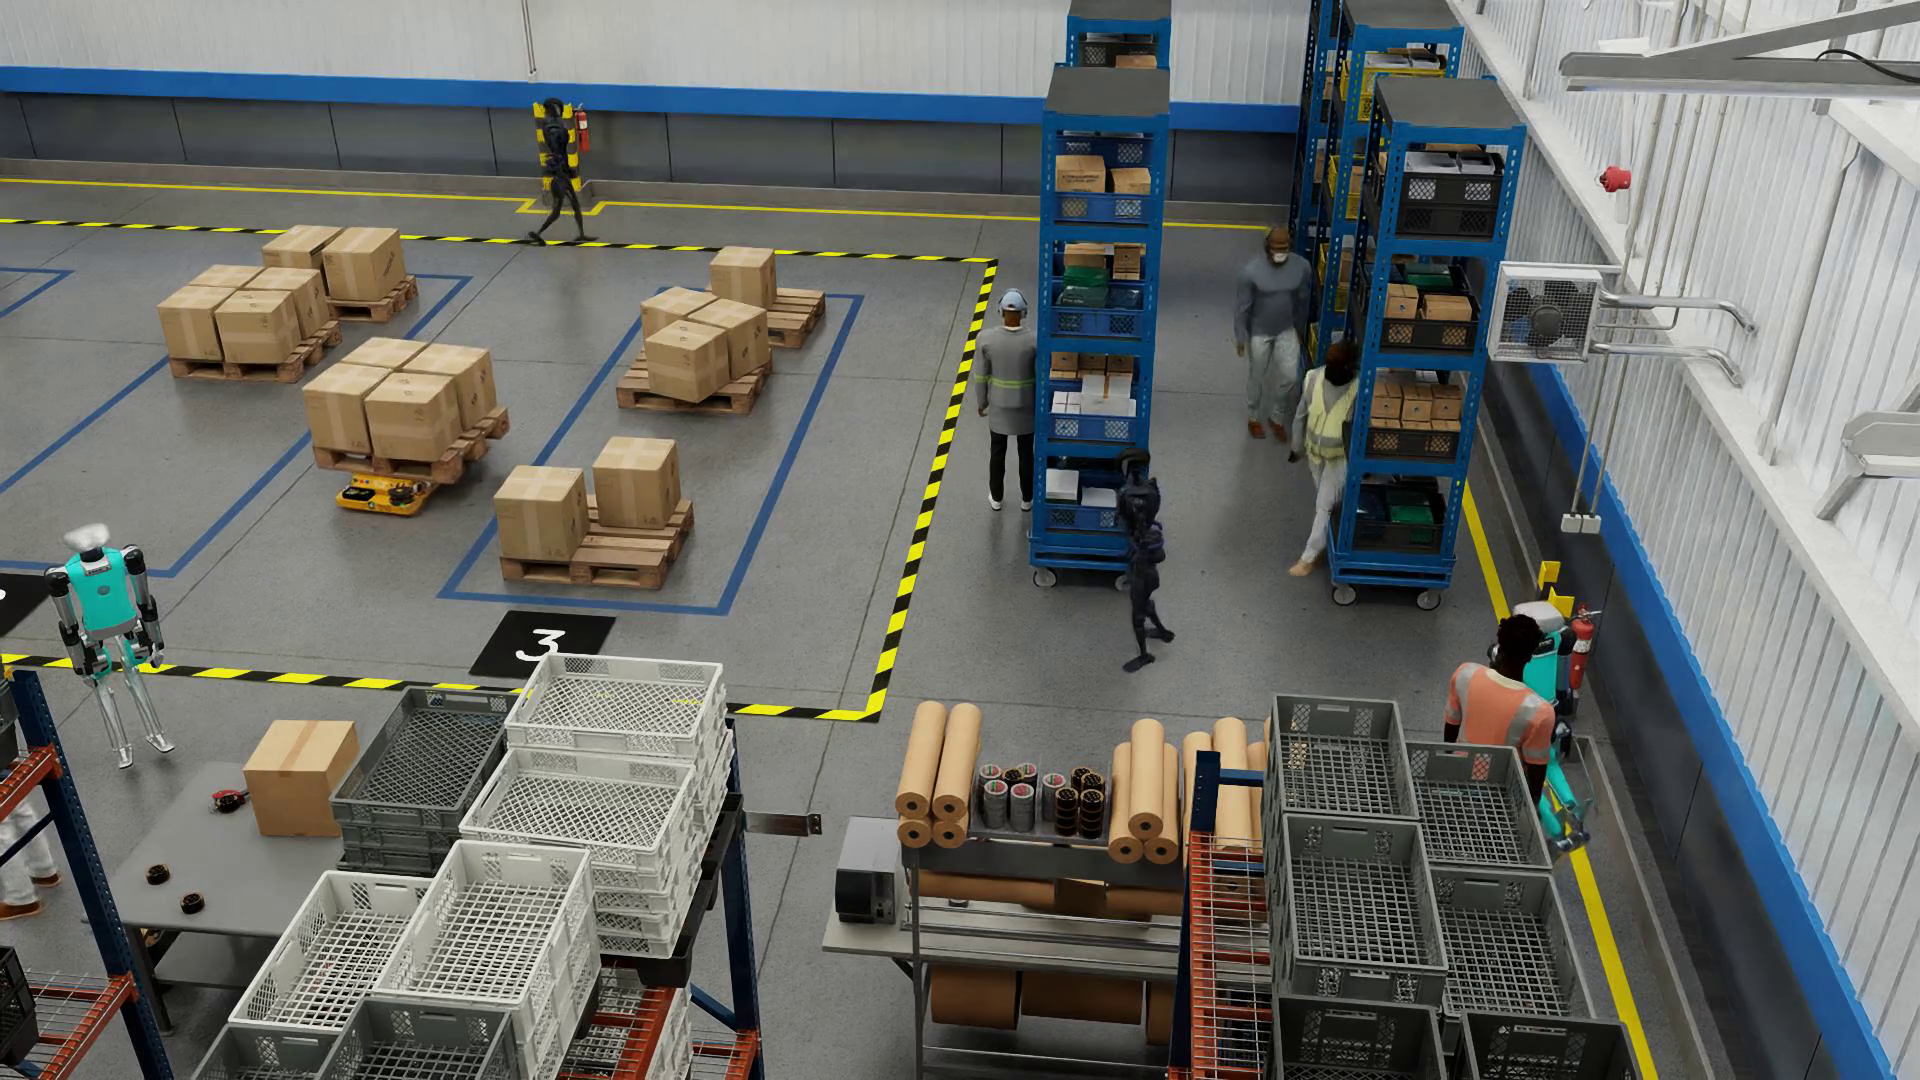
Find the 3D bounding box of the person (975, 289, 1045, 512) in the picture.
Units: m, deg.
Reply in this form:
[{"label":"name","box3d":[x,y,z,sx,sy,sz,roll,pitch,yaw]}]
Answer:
[{"label":"person","box3d":[0.412,-1.084,12.965,0.587,1.850,0.388,3,30,5]}]

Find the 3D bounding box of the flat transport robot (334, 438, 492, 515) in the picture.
[{"label":"flat transport robot","box3d":[-4.502,-0.658,13.776,0.652,0.197,1.431,7,31,12]}]

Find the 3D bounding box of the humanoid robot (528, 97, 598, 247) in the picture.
[{"label":"humanoid robot","box3d":[-4.441,-4.039,18.244,0.722,1.642,0.597,-3,30,-4]}]

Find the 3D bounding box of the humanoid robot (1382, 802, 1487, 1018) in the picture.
[{"label":"humanoid robot","box3d":[2.314,1.789,8.222,0.590,1.639,0.689,3,30,4]}]

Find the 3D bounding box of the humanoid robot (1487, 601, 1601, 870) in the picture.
[{"label":"humanoid robot","box3d":[3.218,1.250,9.057,0.558,1.743,0.848,-12,32,-19]}]

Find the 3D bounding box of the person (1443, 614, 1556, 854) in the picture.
[{"label":"person","box3d":[2.832,1.248,8.842,0.363,1.965,0.611,-24,38,-35]}]

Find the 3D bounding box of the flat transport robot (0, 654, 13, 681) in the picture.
[{"label":"flat transport robot","box3d":[-7.142,0.969,11.010,1.431,0.231,0.659,3,30,6]}]

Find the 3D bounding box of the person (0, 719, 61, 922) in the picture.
[{"label":"person","box3d":[-5.275,1.218,8.985,0.360,1.878,0.585,-2,30,-4]}]

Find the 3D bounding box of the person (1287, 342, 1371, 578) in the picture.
[{"label":"person","box3d":[2.794,-0.678,12.319,0.920,1.802,0.632,-27,39,-37]}]

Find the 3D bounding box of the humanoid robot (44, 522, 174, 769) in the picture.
[{"label":"humanoid robot","box3d":[-5.168,0.568,10.100,0.533,1.681,0.735,-21,36,-32]}]

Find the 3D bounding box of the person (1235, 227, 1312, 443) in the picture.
[{"label":"person","box3d":[2.620,-1.699,13.948,0.664,1.918,0.613,-3,30,-6]}]

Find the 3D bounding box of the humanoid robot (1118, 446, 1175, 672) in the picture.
[{"label":"humanoid robot","box3d":[1.257,0.107,11.098,0.476,1.644,0.611,2,30,3]}]
